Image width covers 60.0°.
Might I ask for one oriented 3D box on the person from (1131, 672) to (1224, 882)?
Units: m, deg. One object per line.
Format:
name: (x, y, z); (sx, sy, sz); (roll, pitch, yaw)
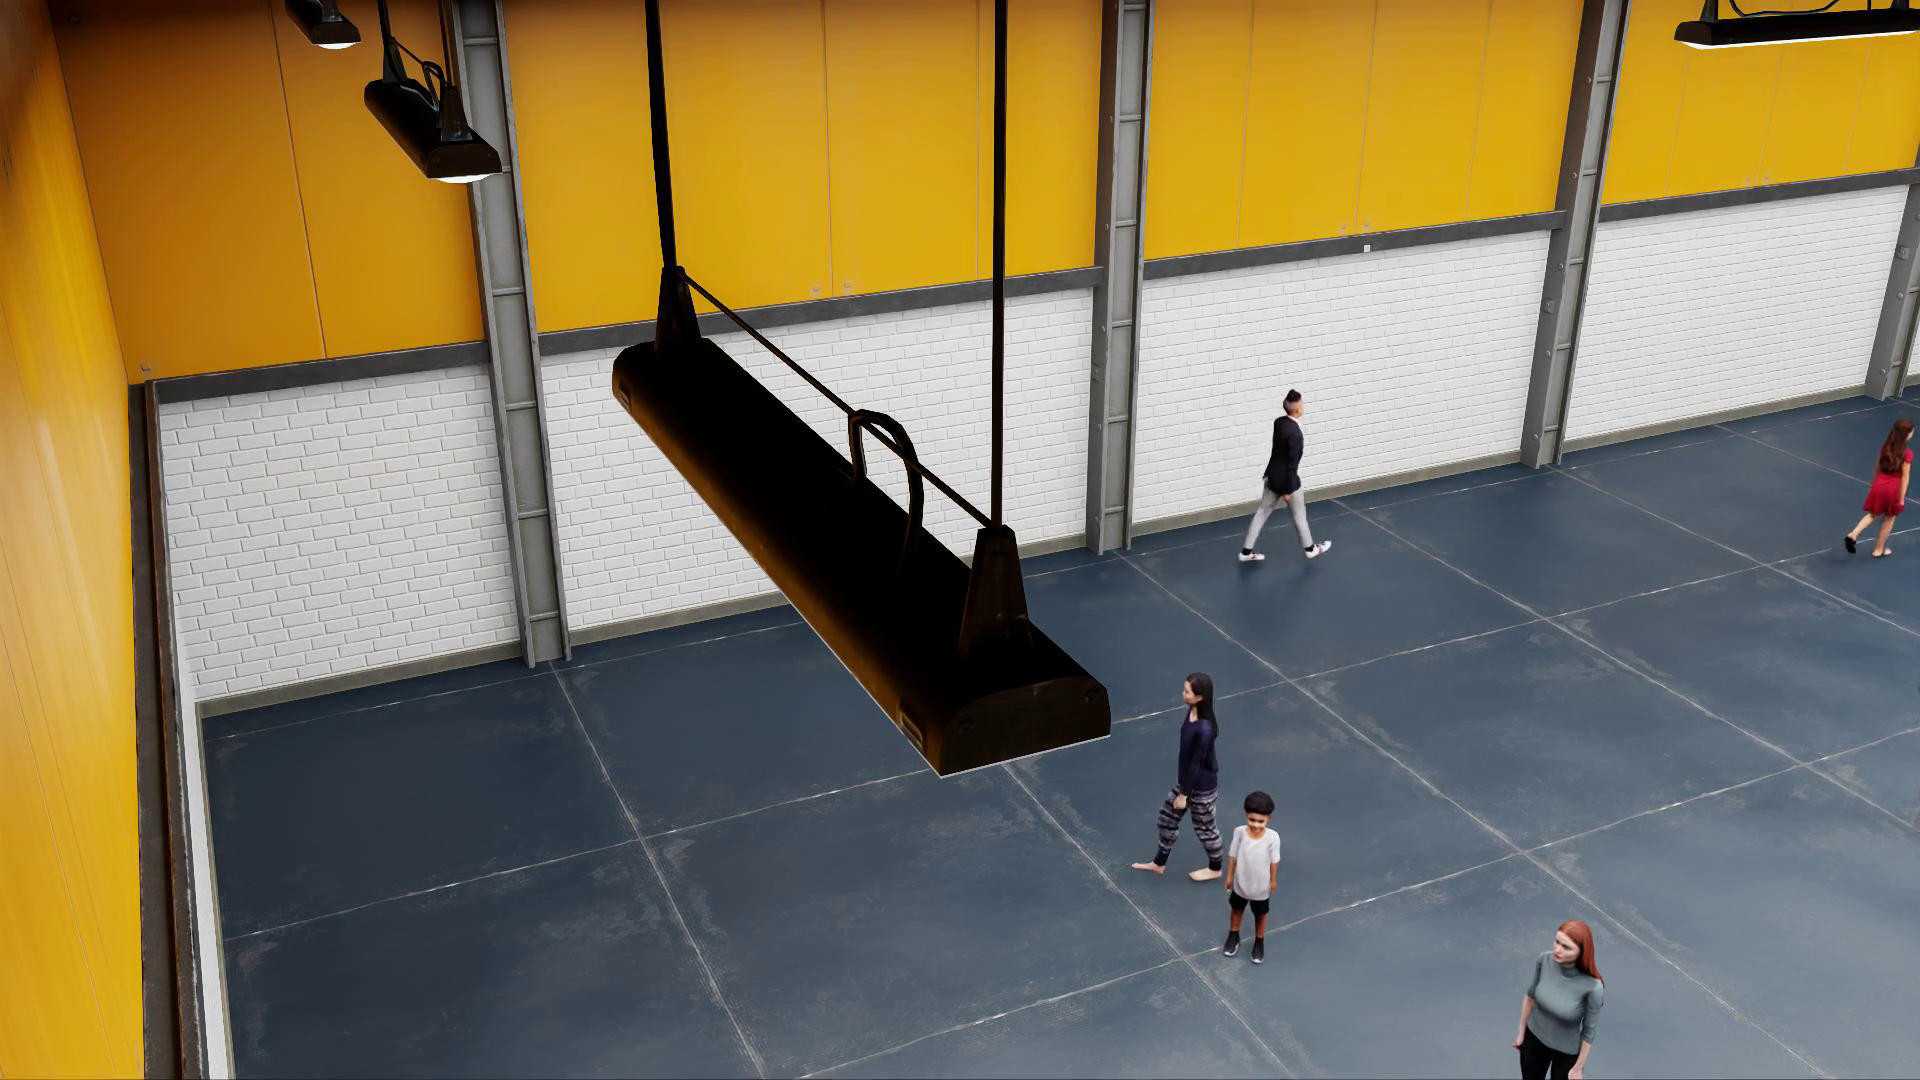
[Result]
person: (1.780, 1.723, 11.920); (0.989, 1.708, 0.808); (-2, 24, -5)

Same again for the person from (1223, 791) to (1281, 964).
person: (1.985, 2.254, 11.268); (0.584, 1.257, 0.642); (9, 25, 20)

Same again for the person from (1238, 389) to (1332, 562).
person: (3.216, -0.614, 17.034); (1.273, 1.895, 0.834); (-7, 25, -16)

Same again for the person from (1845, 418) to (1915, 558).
person: (9.582, -0.514, 17.250); (0.831, 1.538, 0.527); (-10, 26, -22)

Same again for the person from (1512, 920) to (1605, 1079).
person: (3.317, 2.853, 9.294); (0.593, 1.742, 0.618); (-16, 28, -33)
